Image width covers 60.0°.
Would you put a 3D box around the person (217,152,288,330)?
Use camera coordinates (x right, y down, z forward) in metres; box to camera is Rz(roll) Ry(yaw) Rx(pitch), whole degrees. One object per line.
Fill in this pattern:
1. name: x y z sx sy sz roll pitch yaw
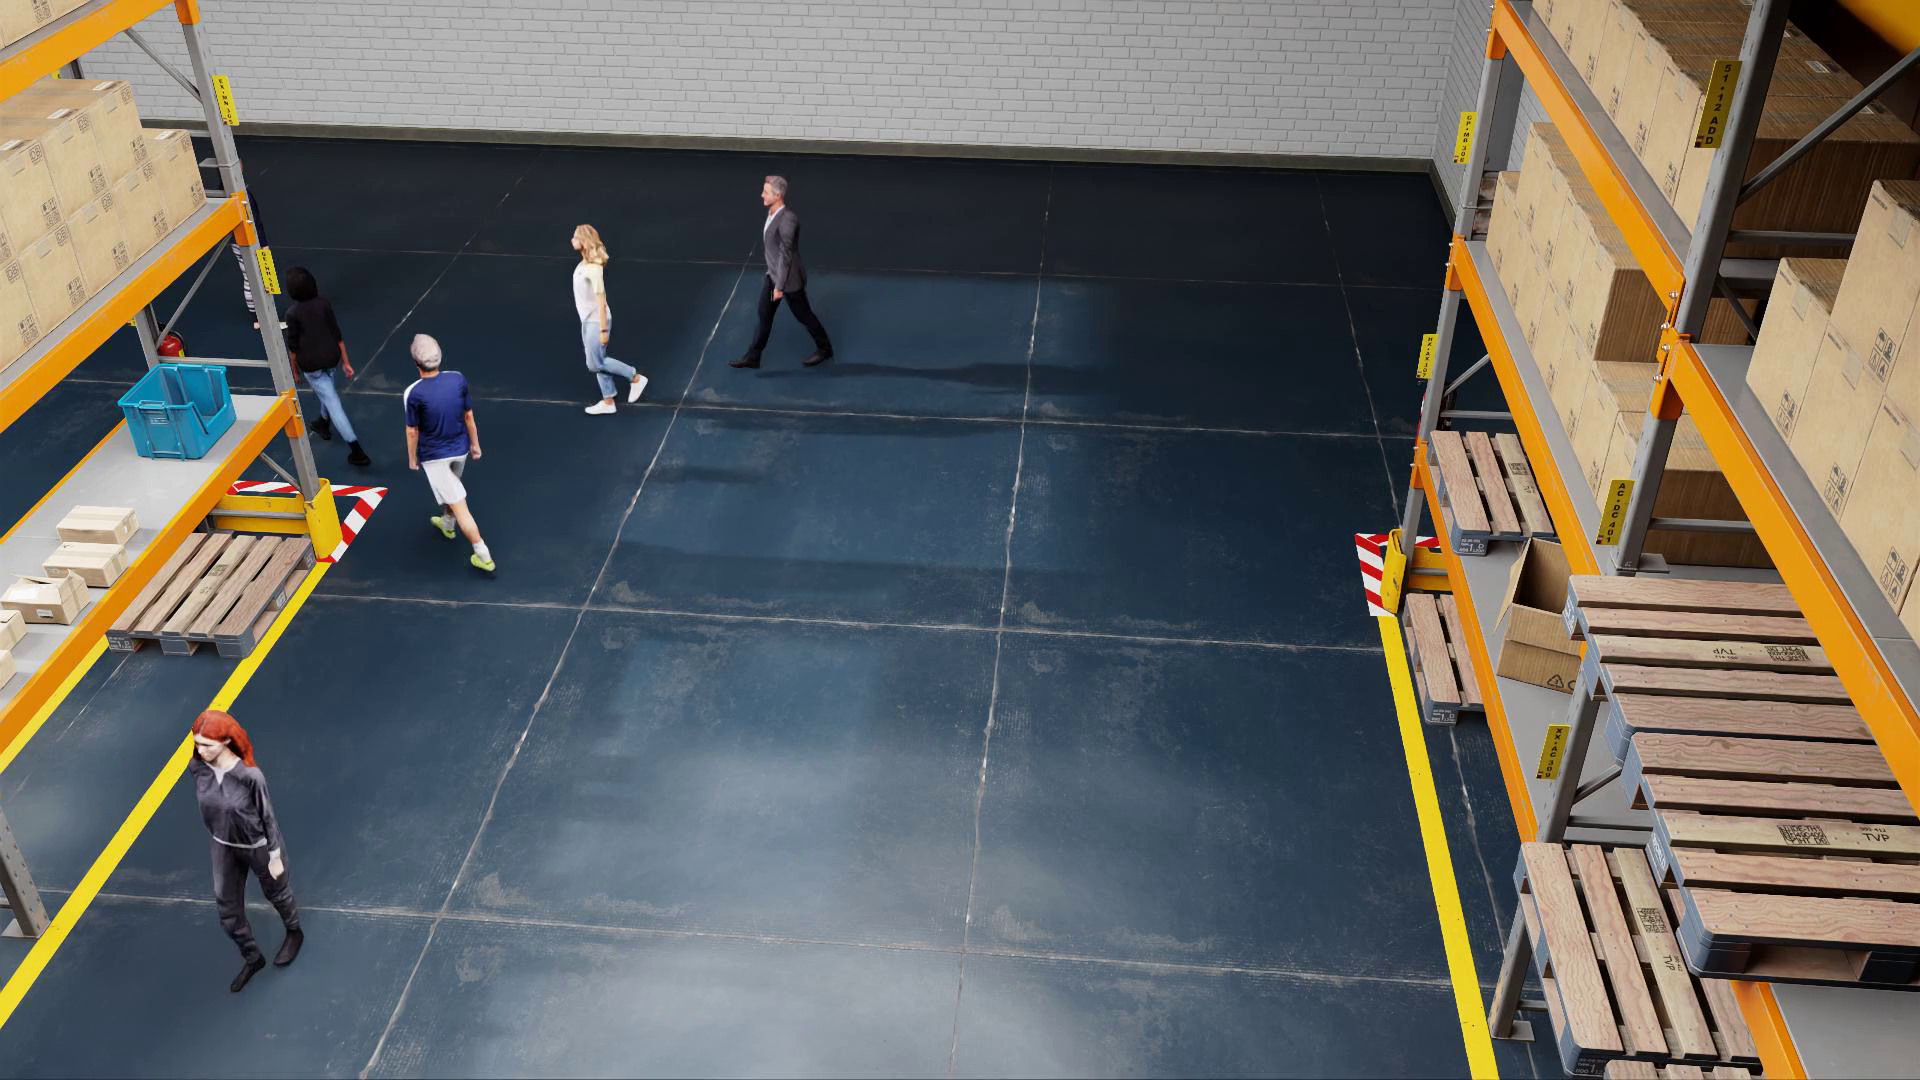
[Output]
1. person: -6.537 -2.743 15.266 0.686 1.734 0.682 20 39 28

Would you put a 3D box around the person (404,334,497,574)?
1. person: -3.655 -0.581 11.960 1.162 1.792 1.187 27 42 34

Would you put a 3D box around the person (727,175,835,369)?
1. person: -1.457 -2.303 14.555 1.152 1.788 1.268 -12 36 -18

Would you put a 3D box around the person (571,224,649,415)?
1. person: -2.946 -1.827 13.907 0.866 1.713 0.845 -12 35 -17

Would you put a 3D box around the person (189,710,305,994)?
1. person: -3.715 1.551 8.779 0.666 1.764 0.743 6 34 9

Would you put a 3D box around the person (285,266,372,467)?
1. person: -5.026 -1.322 13.210 1.057 1.643 1.147 24 41 32
